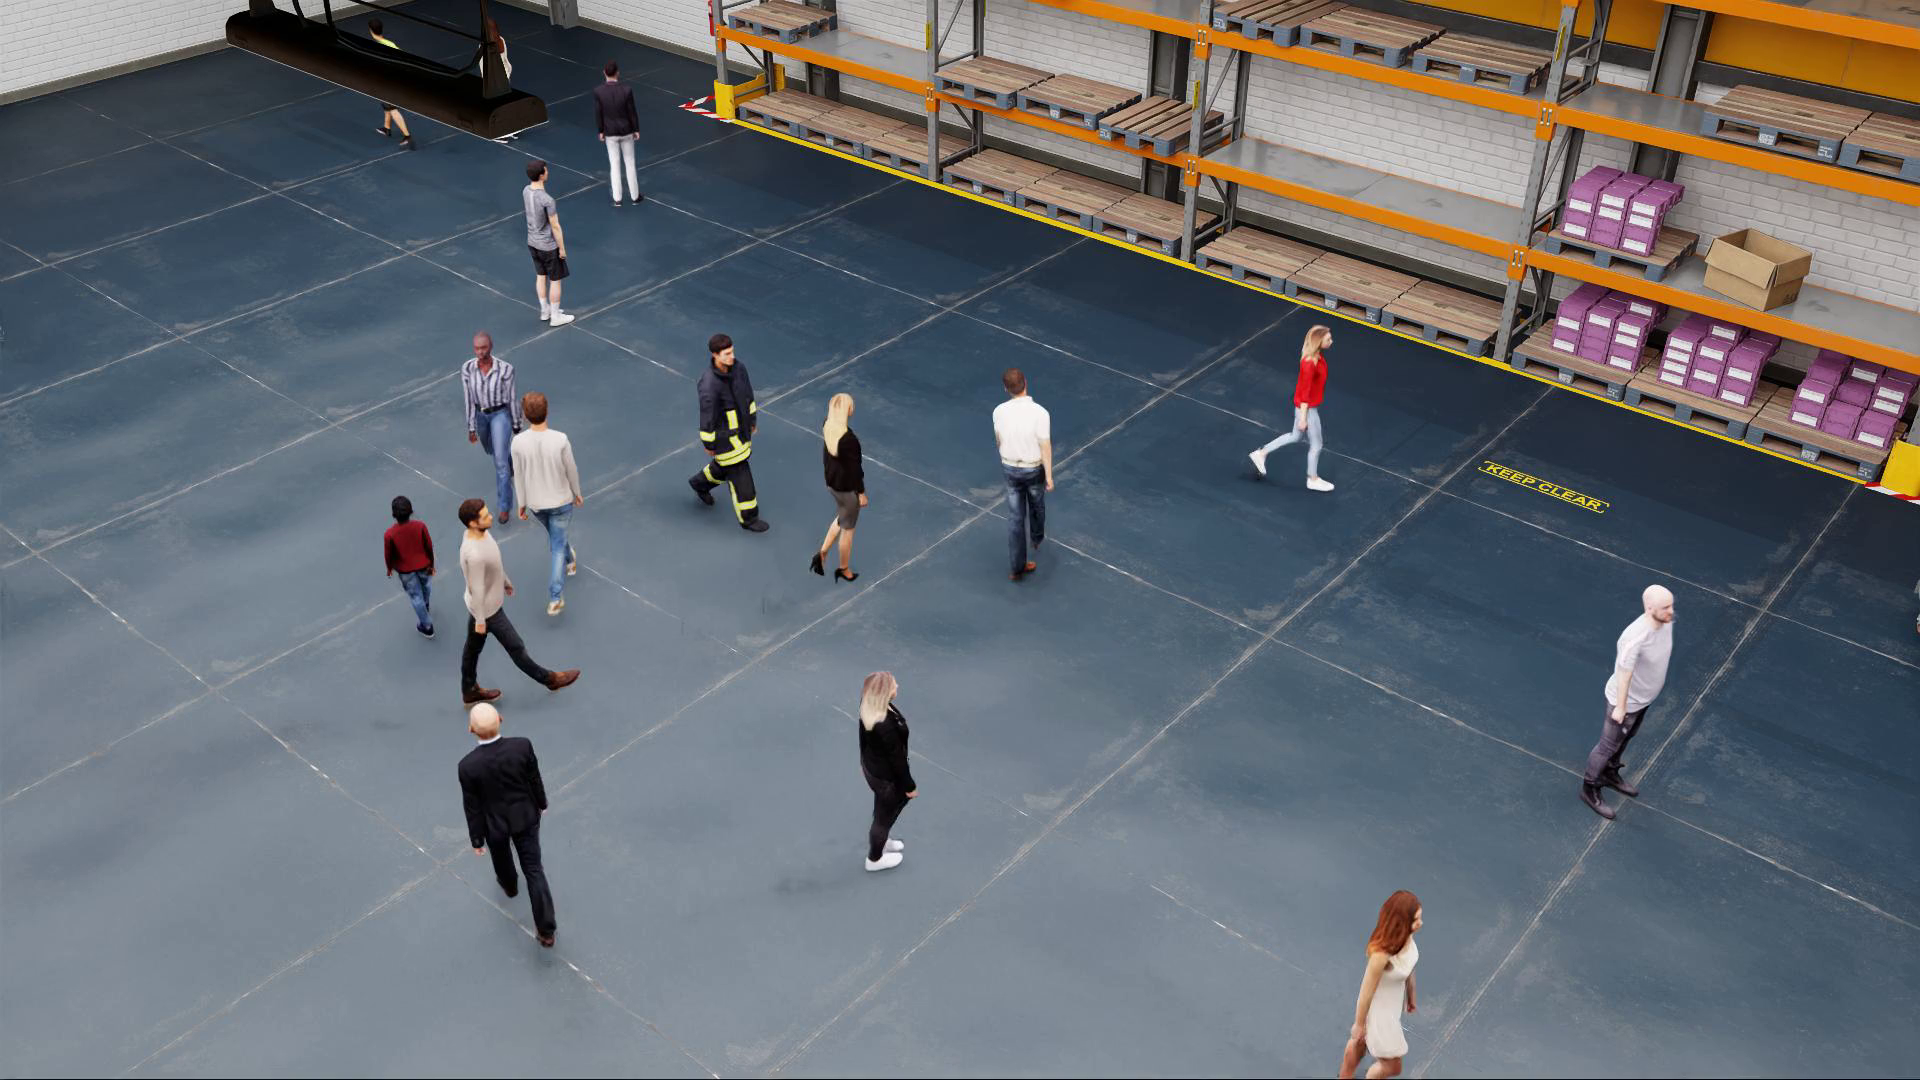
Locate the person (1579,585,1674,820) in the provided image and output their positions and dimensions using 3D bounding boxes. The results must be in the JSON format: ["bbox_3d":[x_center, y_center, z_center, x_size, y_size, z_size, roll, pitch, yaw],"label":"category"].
[{"bbox_3d":[4.679,1.080,11.605,0.680,1.832,0.620,-27,42,-34],"label":"person"}]

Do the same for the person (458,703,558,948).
[{"bbox_3d":[-2.831,1.816,10.551,1.014,1.773,1.309,-16,37,-22],"label":"person"}]

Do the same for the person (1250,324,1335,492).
[{"bbox_3d":[3.097,-1.212,15.192,1.129,1.678,0.891,9,35,14],"label":"person"}]

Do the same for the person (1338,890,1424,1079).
[{"bbox_3d":[2.309,2.592,9.449,0.626,1.701,0.580,24,40,31],"label":"person"}]

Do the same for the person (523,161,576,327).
[{"bbox_3d":[-4.521,-3.217,18.042,0.496,1.863,0.718,26,41,33],"label":"person"}]

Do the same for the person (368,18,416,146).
[{"bbox_3d":[-7.794,-6.215,22.731,1.137,1.665,0.695,21,39,28],"label":"person"}]

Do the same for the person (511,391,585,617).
[{"bbox_3d":[-3.360,-0.247,13.587,1.217,1.848,1.209,0,34,0],"label":"person"}]

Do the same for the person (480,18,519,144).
[{"bbox_3d":[-6.351,-6.328,22.875,0.557,1.692,0.626,22,39,29],"label":"person"}]

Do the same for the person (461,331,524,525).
[{"bbox_3d":[-4.180,-1.086,14.928,1.139,1.760,1.118,1,34,2],"label":"person"}]

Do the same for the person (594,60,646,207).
[{"bbox_3d":[-4.300,-5.119,20.921,0.716,1.843,0.787,-2,34,-2],"label":"person"}]

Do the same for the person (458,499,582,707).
[{"bbox_3d":[-3.641,0.512,12.469,1.152,1.821,1.190,-8,35,-12],"label":"person"}]

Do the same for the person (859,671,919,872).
[{"bbox_3d":[-0.584,1.576,11.004,0.781,1.671,0.692,-10,35,-15],"label":"person"}]

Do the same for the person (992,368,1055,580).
[{"bbox_3d":[0.520,-0.512,14.036,1.122,1.793,1.054,16,37,22],"label":"person"}]

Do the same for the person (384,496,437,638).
[{"bbox_3d":[-4.393,0.236,13.419,0.621,1.231,0.844,-24,40,-31],"label":"person"}]

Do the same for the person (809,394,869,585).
[{"bbox_3d":[-1.041,-0.364,13.779,0.770,1.831,0.766,-22,39,-29],"label":"person"}]

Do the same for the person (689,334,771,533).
[{"bbox_3d":[-2.102,-0.983,14.648,1.251,1.899,0.961,15,36,21],"label":"person"}]
